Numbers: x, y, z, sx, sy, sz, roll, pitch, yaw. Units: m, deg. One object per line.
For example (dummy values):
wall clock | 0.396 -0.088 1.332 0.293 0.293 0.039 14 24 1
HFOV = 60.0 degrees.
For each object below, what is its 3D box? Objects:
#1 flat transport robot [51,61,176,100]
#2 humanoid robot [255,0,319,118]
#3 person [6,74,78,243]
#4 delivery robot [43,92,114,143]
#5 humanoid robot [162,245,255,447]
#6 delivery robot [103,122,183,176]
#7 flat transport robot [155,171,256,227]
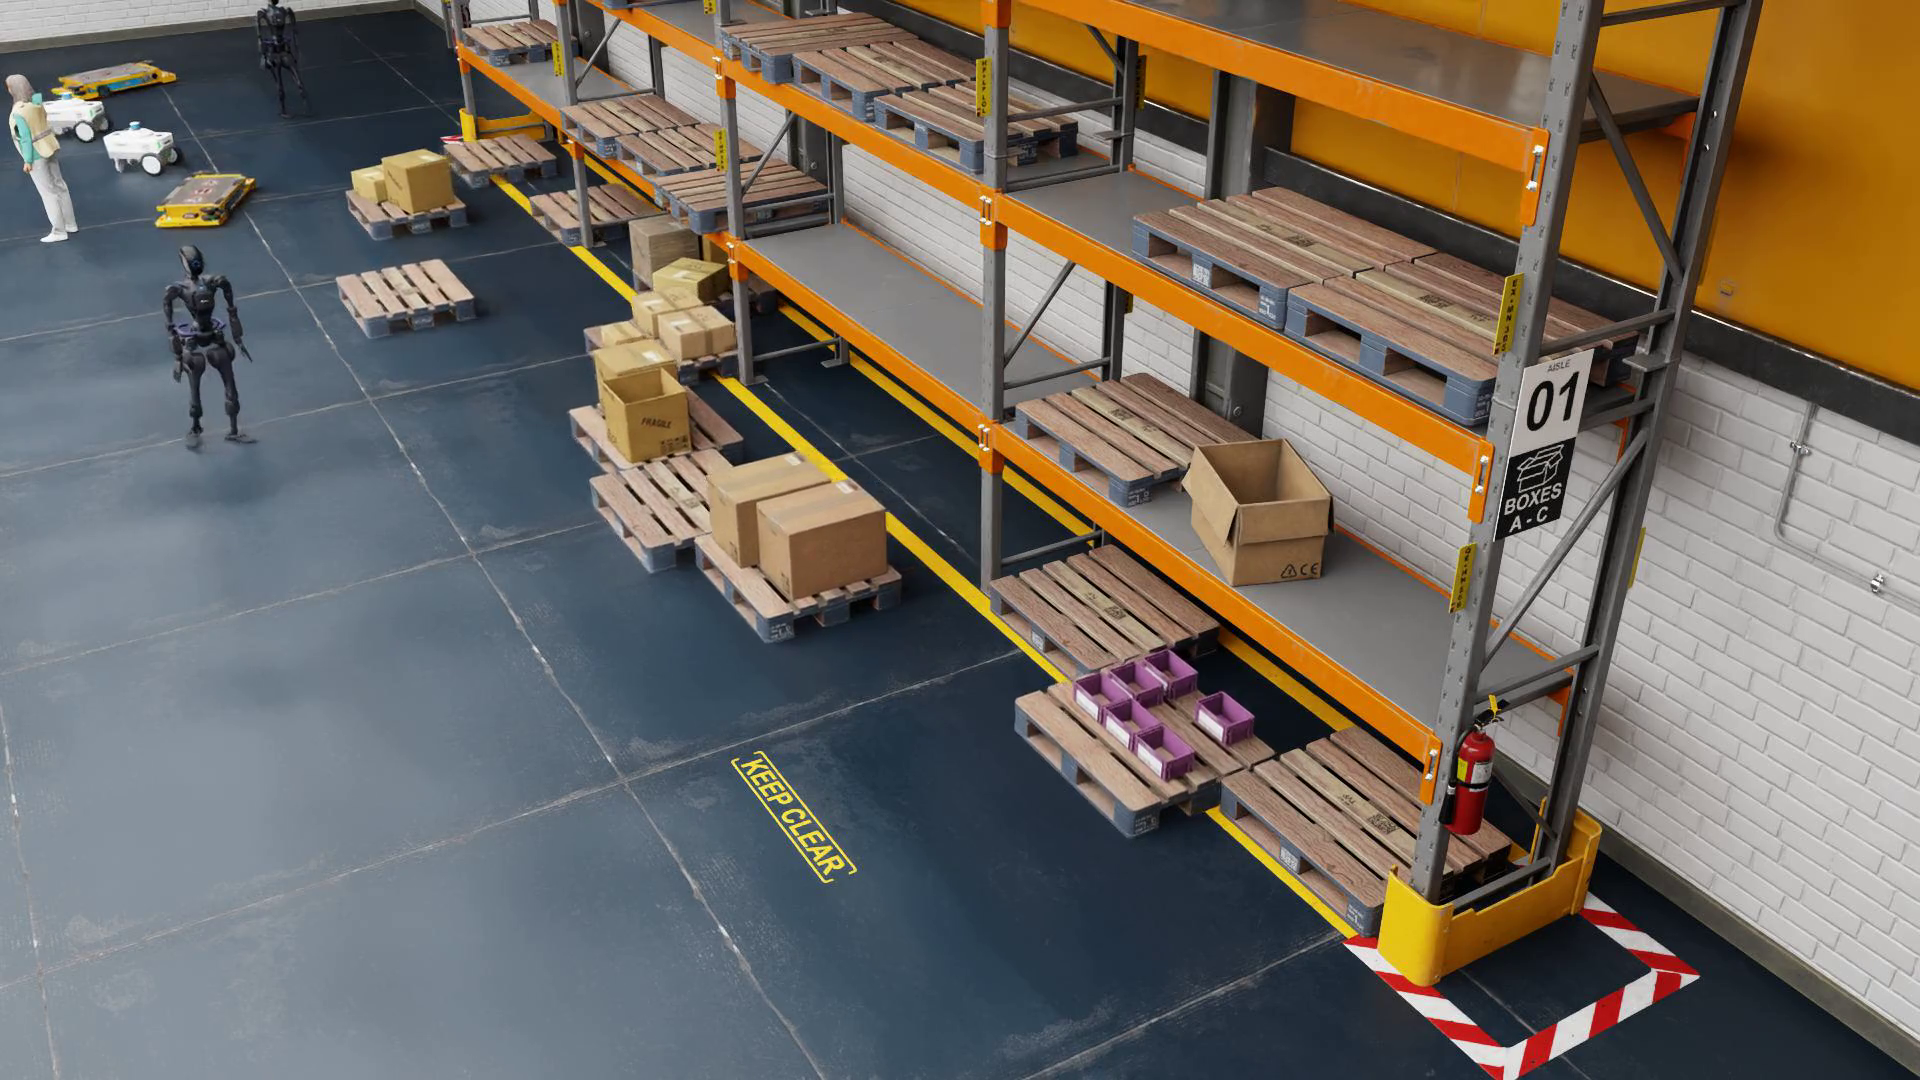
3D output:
flat transport robot | -11.548 -6.265 22.692 0.659 0.231 1.431 20 35 32
humanoid robot | -8.591 -6.154 21.086 0.681 1.632 0.591 26 38 37
person | -9.434 -3.918 17.087 0.369 1.709 0.464 1 30 1
delivery robot | -10.956 -5.229 20.590 0.805 0.612 0.499 1 30 1
humanoid robot | -5.853 -1.506 12.869 0.446 1.649 0.595 26 38 37
delivery robot | -9.549 -4.579 19.413 0.744 0.582 0.518 2 30 4
flat transport robot | -8.263 -3.740 18.235 0.659 0.231 1.431 -3 30 -5
